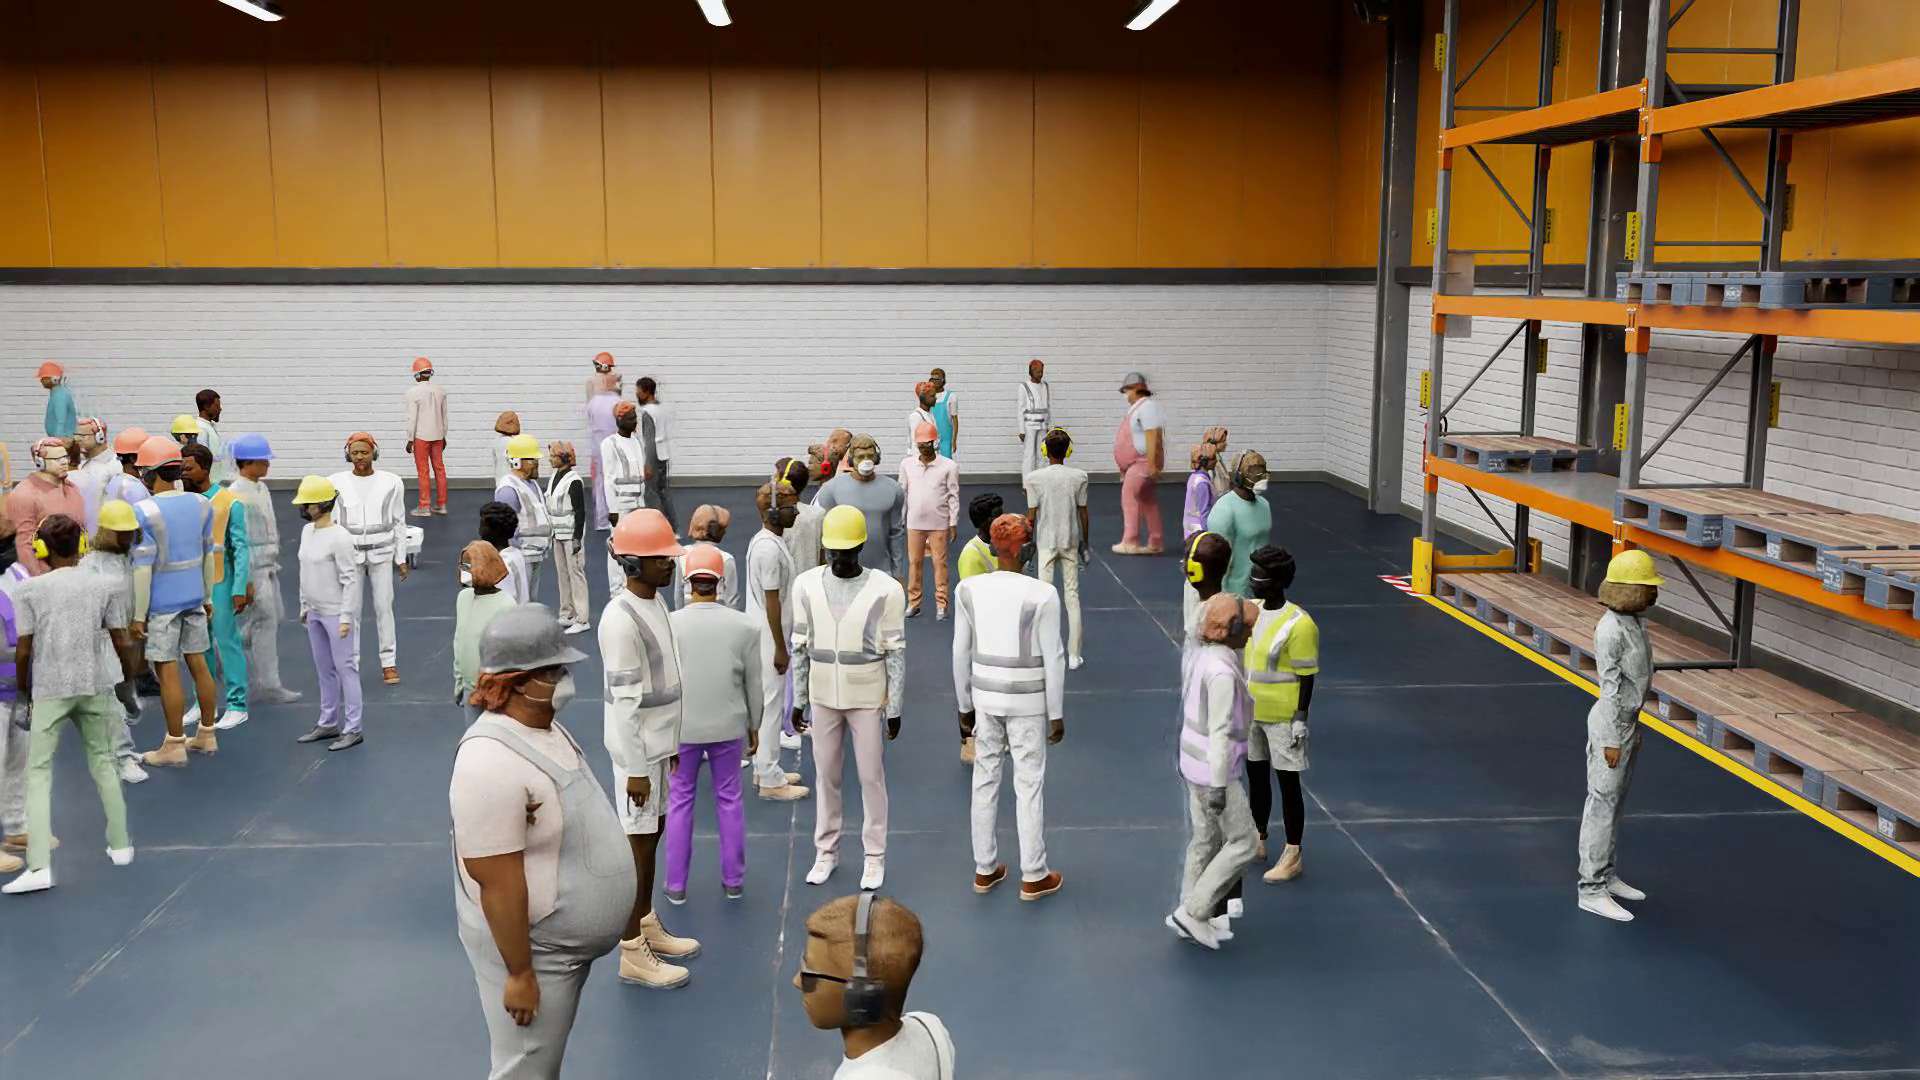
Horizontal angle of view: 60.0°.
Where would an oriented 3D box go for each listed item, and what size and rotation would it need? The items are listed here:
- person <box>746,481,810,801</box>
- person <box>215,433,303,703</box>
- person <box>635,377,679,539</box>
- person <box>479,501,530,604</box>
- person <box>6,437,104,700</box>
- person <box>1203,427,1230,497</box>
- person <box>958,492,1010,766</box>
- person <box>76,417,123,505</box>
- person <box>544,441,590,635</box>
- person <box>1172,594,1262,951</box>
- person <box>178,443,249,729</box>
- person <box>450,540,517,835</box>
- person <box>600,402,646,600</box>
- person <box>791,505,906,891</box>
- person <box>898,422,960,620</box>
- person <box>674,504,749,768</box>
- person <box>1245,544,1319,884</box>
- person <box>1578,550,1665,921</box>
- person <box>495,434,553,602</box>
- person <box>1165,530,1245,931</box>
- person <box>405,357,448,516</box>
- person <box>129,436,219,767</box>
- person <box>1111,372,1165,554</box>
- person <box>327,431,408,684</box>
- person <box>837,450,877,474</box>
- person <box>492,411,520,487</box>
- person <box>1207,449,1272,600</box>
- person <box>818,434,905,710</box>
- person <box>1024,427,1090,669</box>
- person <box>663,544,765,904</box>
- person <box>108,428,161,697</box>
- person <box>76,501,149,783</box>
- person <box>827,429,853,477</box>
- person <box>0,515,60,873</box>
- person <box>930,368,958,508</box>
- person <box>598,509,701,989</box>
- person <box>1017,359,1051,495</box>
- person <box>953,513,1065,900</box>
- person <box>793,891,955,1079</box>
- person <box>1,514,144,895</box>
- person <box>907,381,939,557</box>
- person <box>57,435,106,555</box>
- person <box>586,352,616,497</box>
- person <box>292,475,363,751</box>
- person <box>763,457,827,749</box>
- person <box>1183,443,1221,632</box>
[{"bbox_3d":[-1.073,0.578,9.640,0.350,1.847,0.506,-2,9,-10],"label":"person"},{"bbox_3d":[-5.014,0.206,11.701,0.608,1.932,0.626,-2,9,-10],"label":"person"},{"bbox_3d":[-3.422,-0.903,18.871,0.425,1.884,0.754,1,9,6],"label":"person"},{"bbox_3d":[-2.702,0.610,9.902,0.317,1.695,0.540,-1,9,-8],"label":"person"},{"bbox_3d":[-6.269,0.239,11.576,0.402,1.911,0.638,1,9,7],"label":"person"},{"bbox_3d":[2.323,-0.220,15.296,0.308,1.641,0.511,3,9,16],"label":"person"},{"bbox_3d":[0.147,0.544,10.317,0.322,1.697,0.533,3,10,20],"label":"person"},{"bbox_3d":[-6.870,-0.029,13.261,0.643,1.909,0.410,4,10,23],"label":"person"},{"bbox_3d":[-3.327,-0.024,14.065,0.310,1.638,0.522,-7,11,-38],"label":"person"},{"bbox_3d":[1.161,1.040,7.428,0.368,1.620,0.540,0,9,-1],"label":"person"},{"bbox_3d":[-5.030,0.302,11.141,0.598,1.917,0.378,3,9,17],"label":"person"},{"bbox_3d":[-2.522,0.809,8.857,0.497,1.633,0.284,7,11,36],"label":"person"},{"bbox_3d":[-3.030,-0.314,15.126,0.356,1.883,0.572,3,10,19],"label":"person"},{"bbox_3d":[-0.557,0.771,8.205,0.586,1.918,0.396,2,9,15],"label":"person"},{"bbox_3d":[-0.290,-0.168,14.607,0.572,1.750,0.330,2,9,14],"label":"person"},{"bbox_3d":[-1.533,0.596,10.168,0.522,1.639,0.311,7,12,38],"label":"person"},{"bbox_3d":[1.555,0.860,8.323,0.317,1.698,0.540,-5,11,-31],"label":"person"},{"bbox_3d":[3.140,0.907,7.895,0.294,1.744,0.486,6,11,32],"label":"person"},{"bbox_3d":[-3.299,0.108,12.634,0.403,1.830,0.600,0,9,2],"label":"person"},{"bbox_3d":[1.146,0.882,7.671,0.319,1.865,0.521,5,10,30],"label":"person"},{"bbox_3d":[-6.723,-1.299,20.961,0.381,1.994,0.620,6,11,32],"label":"person"},{"bbox_3d":[-4.881,0.378,10.277,0.373,2.043,0.615,4,10,21],"label":"person"},{"bbox_3d":[1.921,-0.859,18.054,0.676,2.000,0.768,1,9,4],"label":"person"},{"bbox_3d":[-4.376,0.141,12.267,0.573,1.883,0.355,-3,10,-19],"label":"person"},{"bbox_3d":[-0.751,0.193,12.344,0.327,1.752,0.562,-1,9,-4],"label":"person"},{"bbox_3d":[-4.639,-0.517,17.178,0.280,1.634,0.498,-8,12,-43],"label":"person"},{"bbox_3d":[1.778,0.388,10.543,0.354,1.937,0.635,7,11,36],"label":"person"},{"bbox_3d":[-0.674,0.230,11.531,0.627,1.941,0.370,-3,10,-20],"label":"person"},{"bbox_3d":[0.743,0.067,12.771,0.519,1.874,0.327,-1,9,-3],"label":"person"},{"bbox_3d":[-1.232,0.884,8.059,0.574,1.737,0.354,-3,9,-16],"label":"person"},{"bbox_3d":[-5.903,0.157,11.994,0.361,1.935,0.553,-8,12,-41],"label":"person"},{"bbox_3d":[-5.100,0.593,10.042,0.630,1.688,0.491,4,10,25],"label":"person"},{"bbox_3d":[-1.110,-0.209,15.282,0.278,1.628,0.506,6,11,32],"label":"person"},{"bbox_3d":[-4.912,0.769,8.507,0.432,1.835,0.633,0,9,2],"label":"person"},{"bbox_3d":[-0.270,-1.286,21.345,0.509,1.844,0.329,4,10,25],"label":"person"},{"bbox_3d":[-1.328,0.878,7.135,0.370,2.044,0.608,0,9,1],"label":"person"},{"bbox_3d":[1.033,-1.541,22.853,0.583,1.879,0.365,-8,12,-42],"label":"person"},{"bbox_3d":[0.245,0.807,8.088,0.573,1.883,0.359,5,10,28],"label":"person"},{"bbox_3d":[-0.177,1.585,3.319,0.338,1.845,0.514,3,9,16],"label":"person"},{"bbox_3d":[-4.445,0.805,8.260,0.534,1.839,0.767,7,12,38],"label":"person"},{"bbox_3d":[-0.388,-0.771,17.998,0.361,1.883,0.574,2,9,14],"label":"person"},{"bbox_3d":[-6.632,0.132,12.492,0.359,1.835,0.515,3,10,20],"label":"person"},{"bbox_3d":[-4.833,-1.557,22.603,0.393,1.986,0.611,-8,12,-40],"label":"person"},{"bbox_3d":[-4.052,0.461,10.628,0.522,1.767,0.317,7,11,37],"label":"person"},{"bbox_3d":[-1.067,0.400,10.665,0.329,1.877,0.510,9,13,44],"label":"person"},{"bbox_3d":[2.015,0.004,13.890,0.309,1.641,0.514,0,9,-1],"label":"person"}]
